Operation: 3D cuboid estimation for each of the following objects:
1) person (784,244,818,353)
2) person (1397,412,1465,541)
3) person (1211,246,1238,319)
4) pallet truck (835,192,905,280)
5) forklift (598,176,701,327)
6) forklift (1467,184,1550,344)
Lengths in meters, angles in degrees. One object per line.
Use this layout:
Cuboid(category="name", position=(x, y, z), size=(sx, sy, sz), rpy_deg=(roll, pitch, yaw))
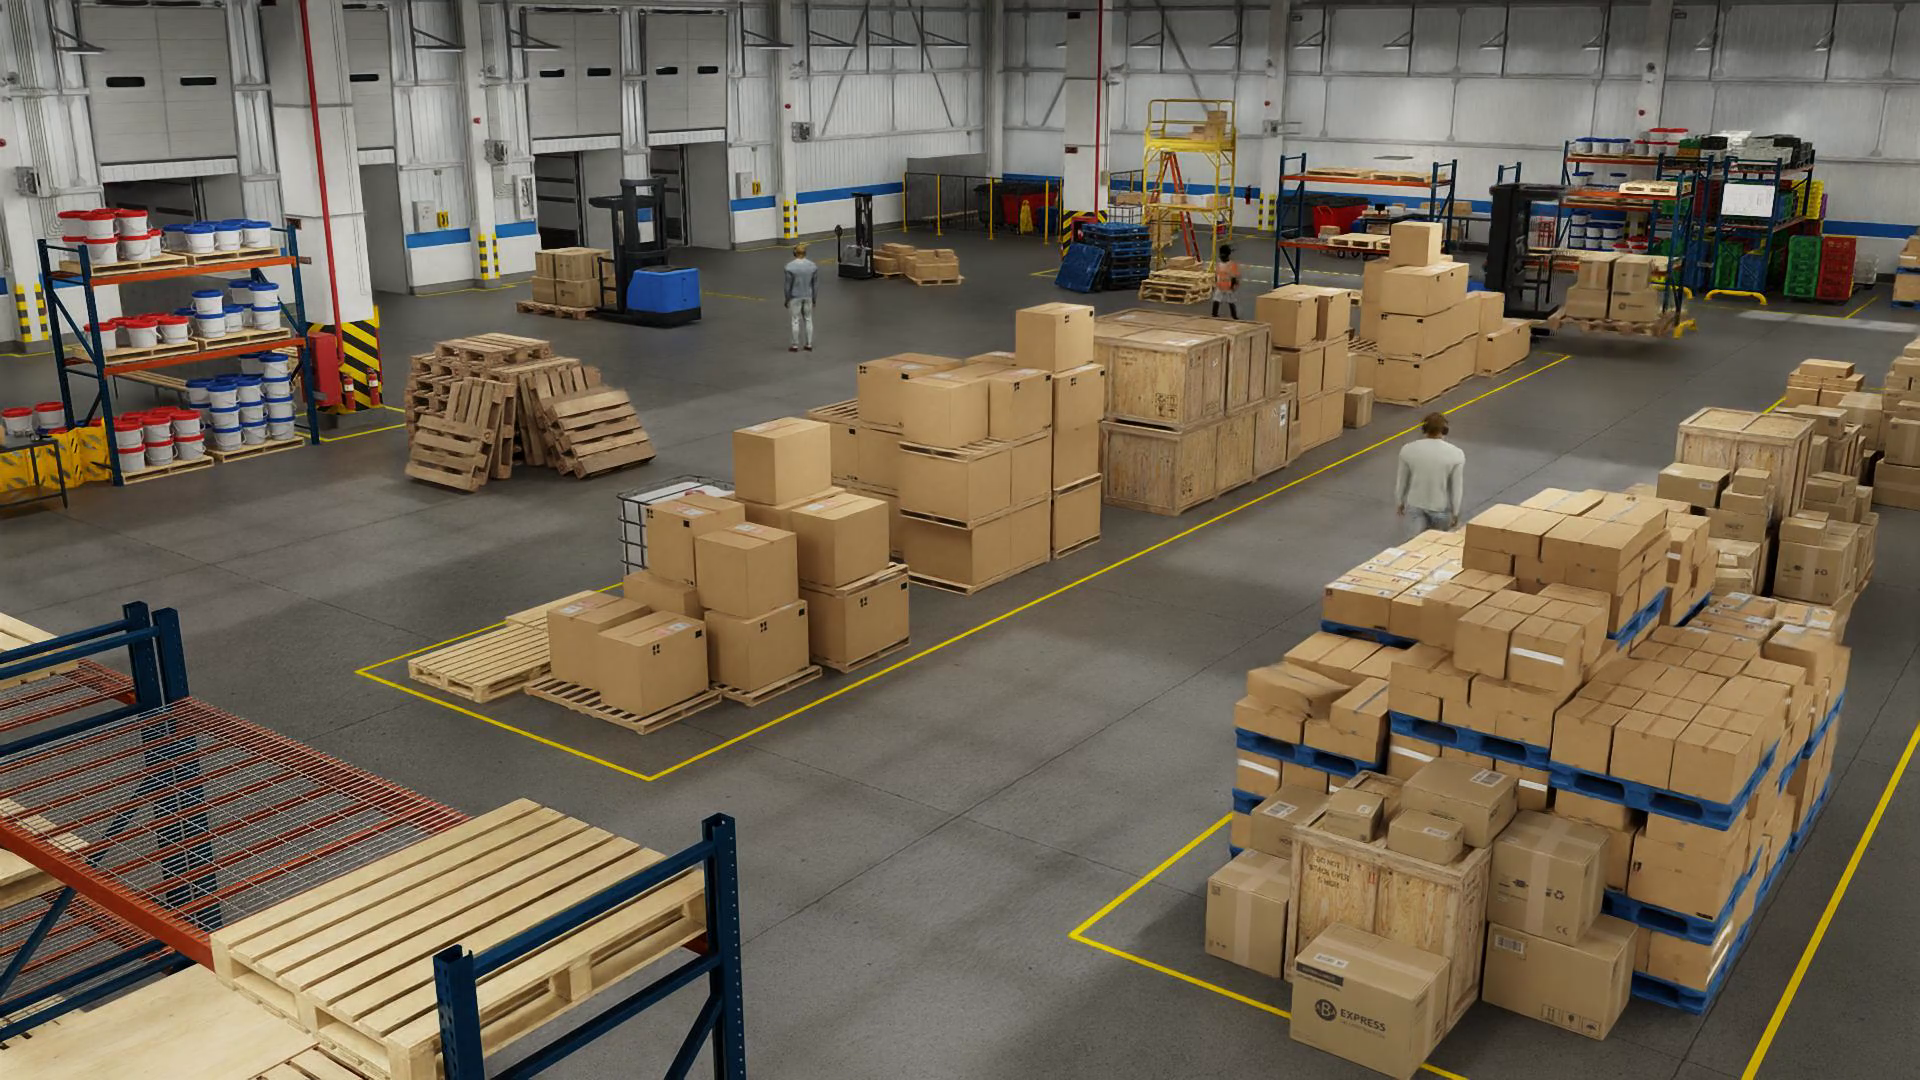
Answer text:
Cuboid(category="person", position=(-2.829, -4.307, 29.667), size=(0.638, 1.926, 0.367), rpy_deg=(-8, 19, -24))
Cuboid(category="person", position=(4.692, -0.353, 16.614), size=(0.642, 1.903, 0.879), rpy_deg=(7, 18, 21))
Cuboid(category="person", position=(5.059, -4.796, 31.772), size=(0.532, 1.638, 0.917), rpy_deg=(13, 21, 37))
Cuboid(category="pallet truck", position=(-1.936, -7.159, 38.982), size=(1.885, 1.965, 0.823), rpy_deg=(-12, 21, -34))
Cuboid(category="forklift", position=(-6.138, -5.705, 32.666), size=(1.873, 2.768, 1.129), rpy_deg=(12, 21, 35))
Cuboid(category="forklift", position=(10.012, -5.170, 30.895), size=(1.873, 2.768, 1.129), rpy_deg=(9, 19, 29))
